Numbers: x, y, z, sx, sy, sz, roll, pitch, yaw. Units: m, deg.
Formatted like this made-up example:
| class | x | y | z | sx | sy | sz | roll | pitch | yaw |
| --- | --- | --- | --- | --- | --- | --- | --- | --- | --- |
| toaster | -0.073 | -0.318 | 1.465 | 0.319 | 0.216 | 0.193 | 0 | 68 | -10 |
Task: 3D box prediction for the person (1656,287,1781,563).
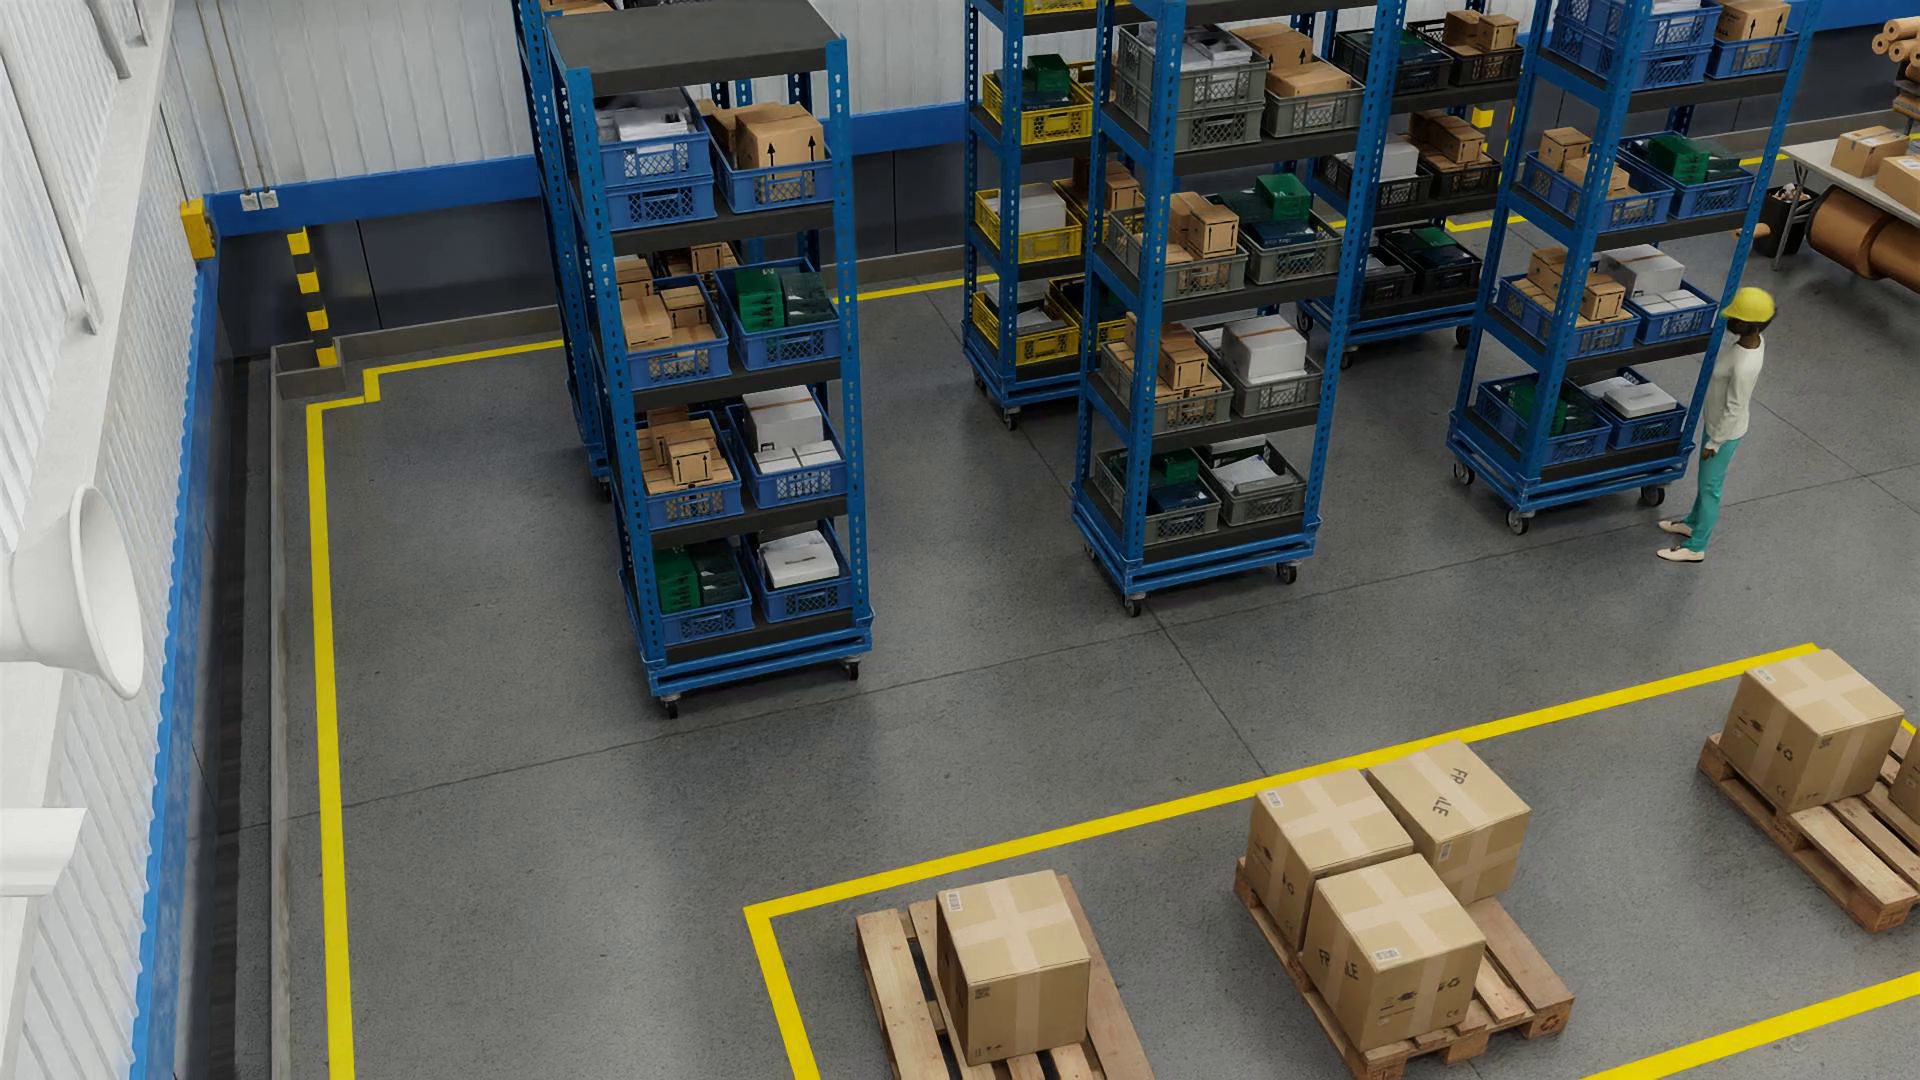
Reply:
| class | x | y | z | sx | sy | sz | roll | pitch | yaw |
| --- | --- | --- | --- | --- | --- | --- | --- | --- | --- |
| person | 4.424 | -0.670 | 9.704 | 0.306 | 1.769 | 0.523 | 13 | 37 | 18 |
